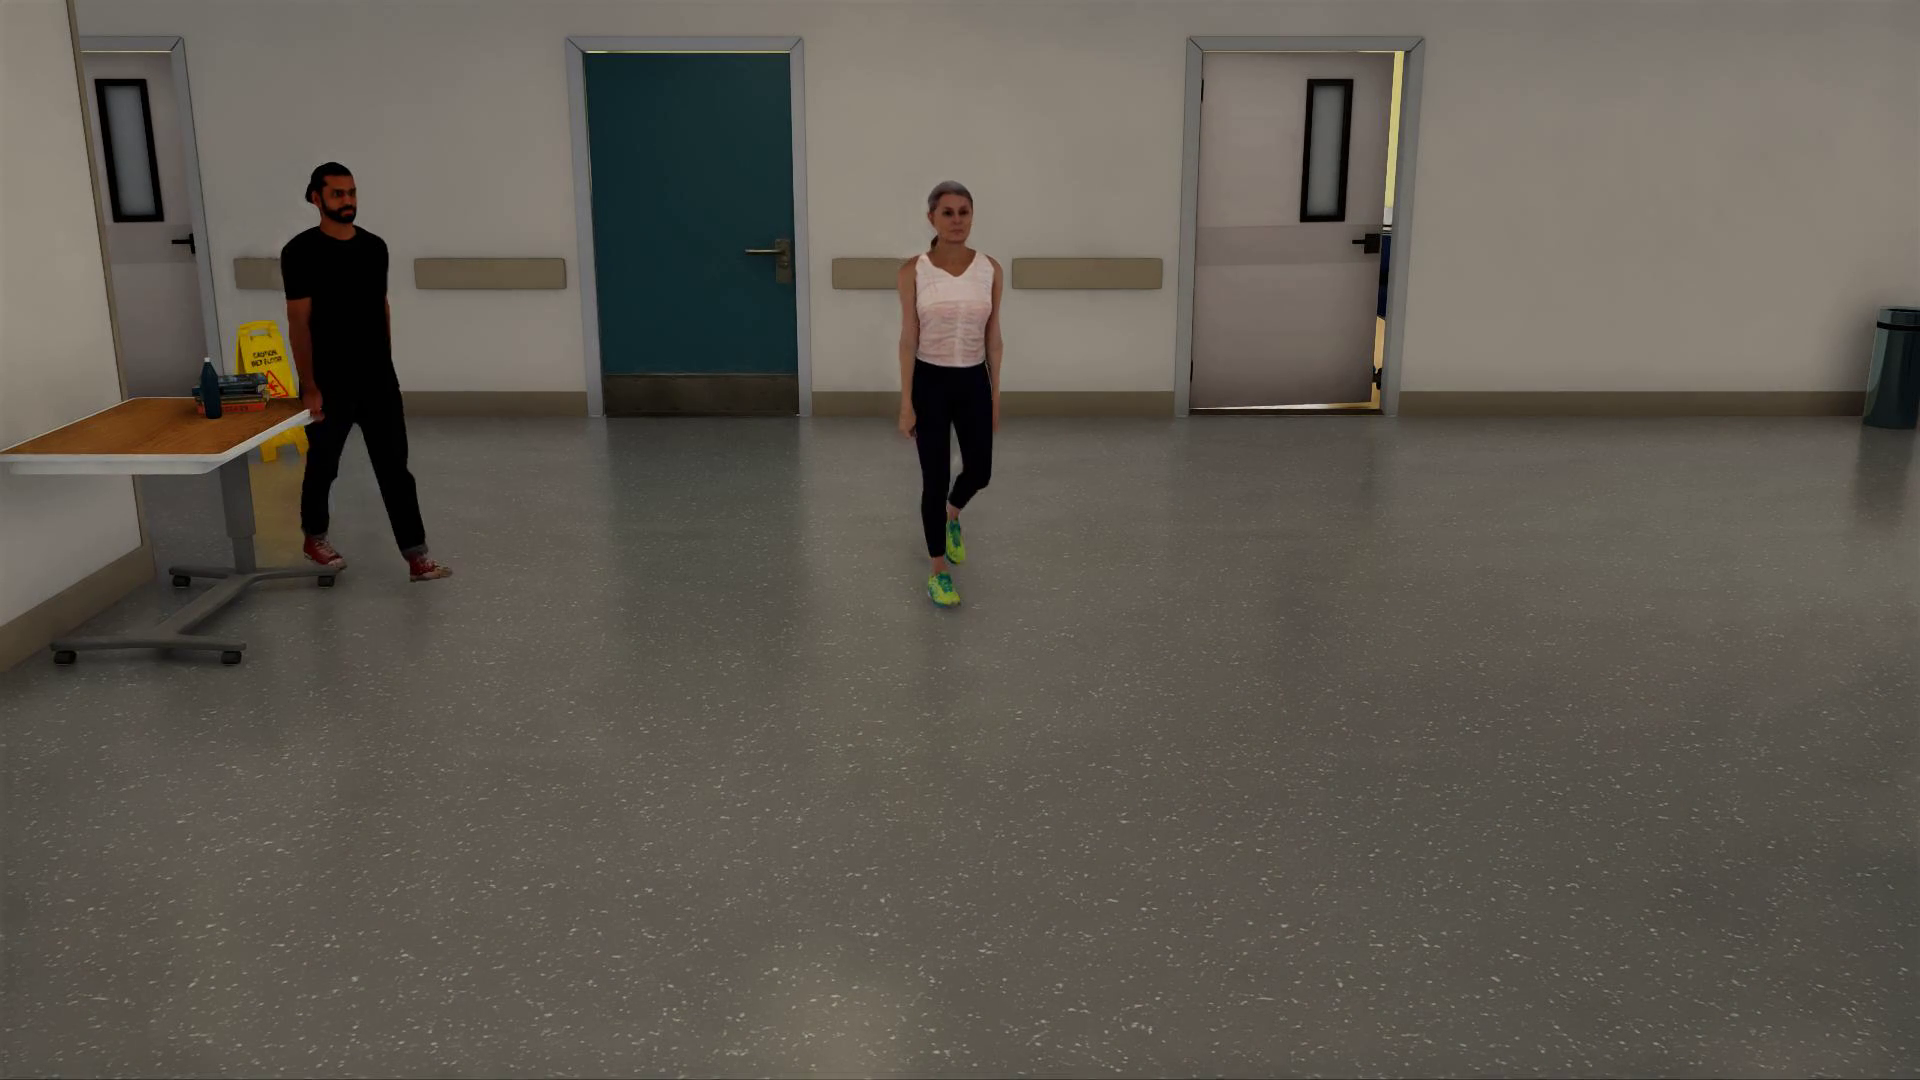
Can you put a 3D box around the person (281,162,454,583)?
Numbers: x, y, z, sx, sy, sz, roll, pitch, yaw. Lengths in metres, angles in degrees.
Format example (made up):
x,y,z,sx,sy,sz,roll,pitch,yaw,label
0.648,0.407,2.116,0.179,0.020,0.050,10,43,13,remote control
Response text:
x,y,z,sx,sy,sz,roll,pitch,yaw,label
-2.592,-0.652,6.906,1.230,1.713,1.110,13,20,38,person

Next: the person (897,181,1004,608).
x,y,z,sx,sy,sz,roll,pitch,yaw,label
-0.072,-0.594,6.753,0.814,1.685,0.789,-4,16,-15,person
